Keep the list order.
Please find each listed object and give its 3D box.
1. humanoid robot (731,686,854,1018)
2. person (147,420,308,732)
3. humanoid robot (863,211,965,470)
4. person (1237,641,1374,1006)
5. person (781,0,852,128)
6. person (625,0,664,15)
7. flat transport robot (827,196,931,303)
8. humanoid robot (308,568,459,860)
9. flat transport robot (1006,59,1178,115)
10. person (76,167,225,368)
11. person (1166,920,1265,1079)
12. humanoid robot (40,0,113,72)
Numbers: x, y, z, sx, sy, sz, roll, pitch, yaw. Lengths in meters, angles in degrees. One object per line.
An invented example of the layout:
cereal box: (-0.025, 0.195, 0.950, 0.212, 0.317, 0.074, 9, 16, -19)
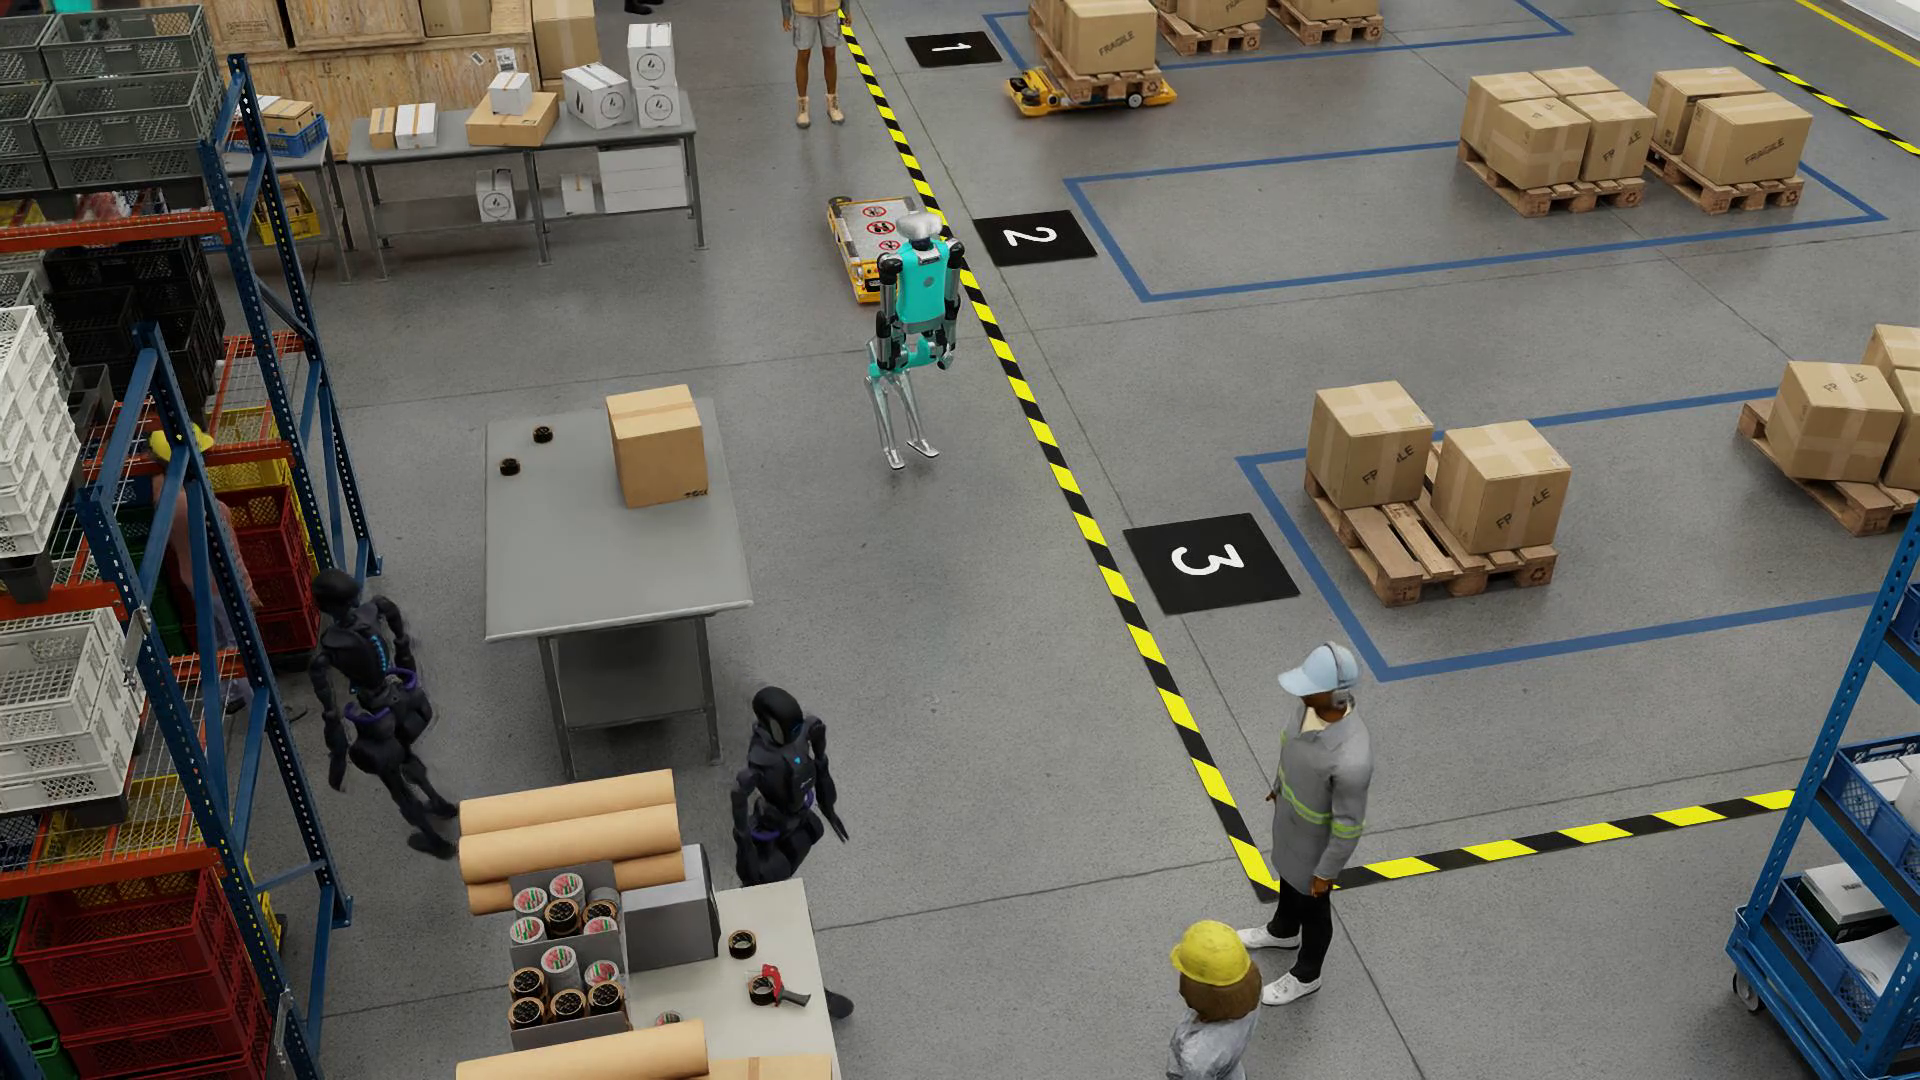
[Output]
humanoid robot: (-0.716, 1.209, 6.791, 0.785, 1.625, 0.584, 23, 42, 28)
person: (-3.602, 0.188, 8.066, 0.538, 1.771, 0.392, 25, 43, 29)
humanoid robot: (-0.344, -1.247, 9.884, 0.533, 1.681, 0.735, -19, 41, -23)
person: (1.376, 1.138, 6.697, 0.384, 1.850, 0.596, -6, 37, -8)
person: (-1.216, -4.518, 14.151, 0.609, 2.030, 0.403, -8, 37, -11)
person: (-3.232, -6.231, 16.543, 0.392, 1.928, 0.551, 12, 38, 15)
flat transport robot: (-0.570, -2.220, 12.538, 0.659, 0.231, 1.431, -8, 37, -10)
humanoid robot: (-2.544, 0.793, 7.312, 0.345, 1.650, 0.603, 15, 39, 19)
flat transport robot: (1.191, -4.119, 15.066, 1.431, 0.197, 0.652, -8, 37, -10)
person: (-5.409, -1.831, 10.662, 0.867, 1.885, 0.600, -28, 45, -33)
person: (0.825, 1.927, 5.734, 0.305, 1.736, 0.483, 18, 40, 23)
humanoid robot: (-7.246, -3.937, 13.629, 0.544, 1.801, 0.828, 1, 37, 1)
